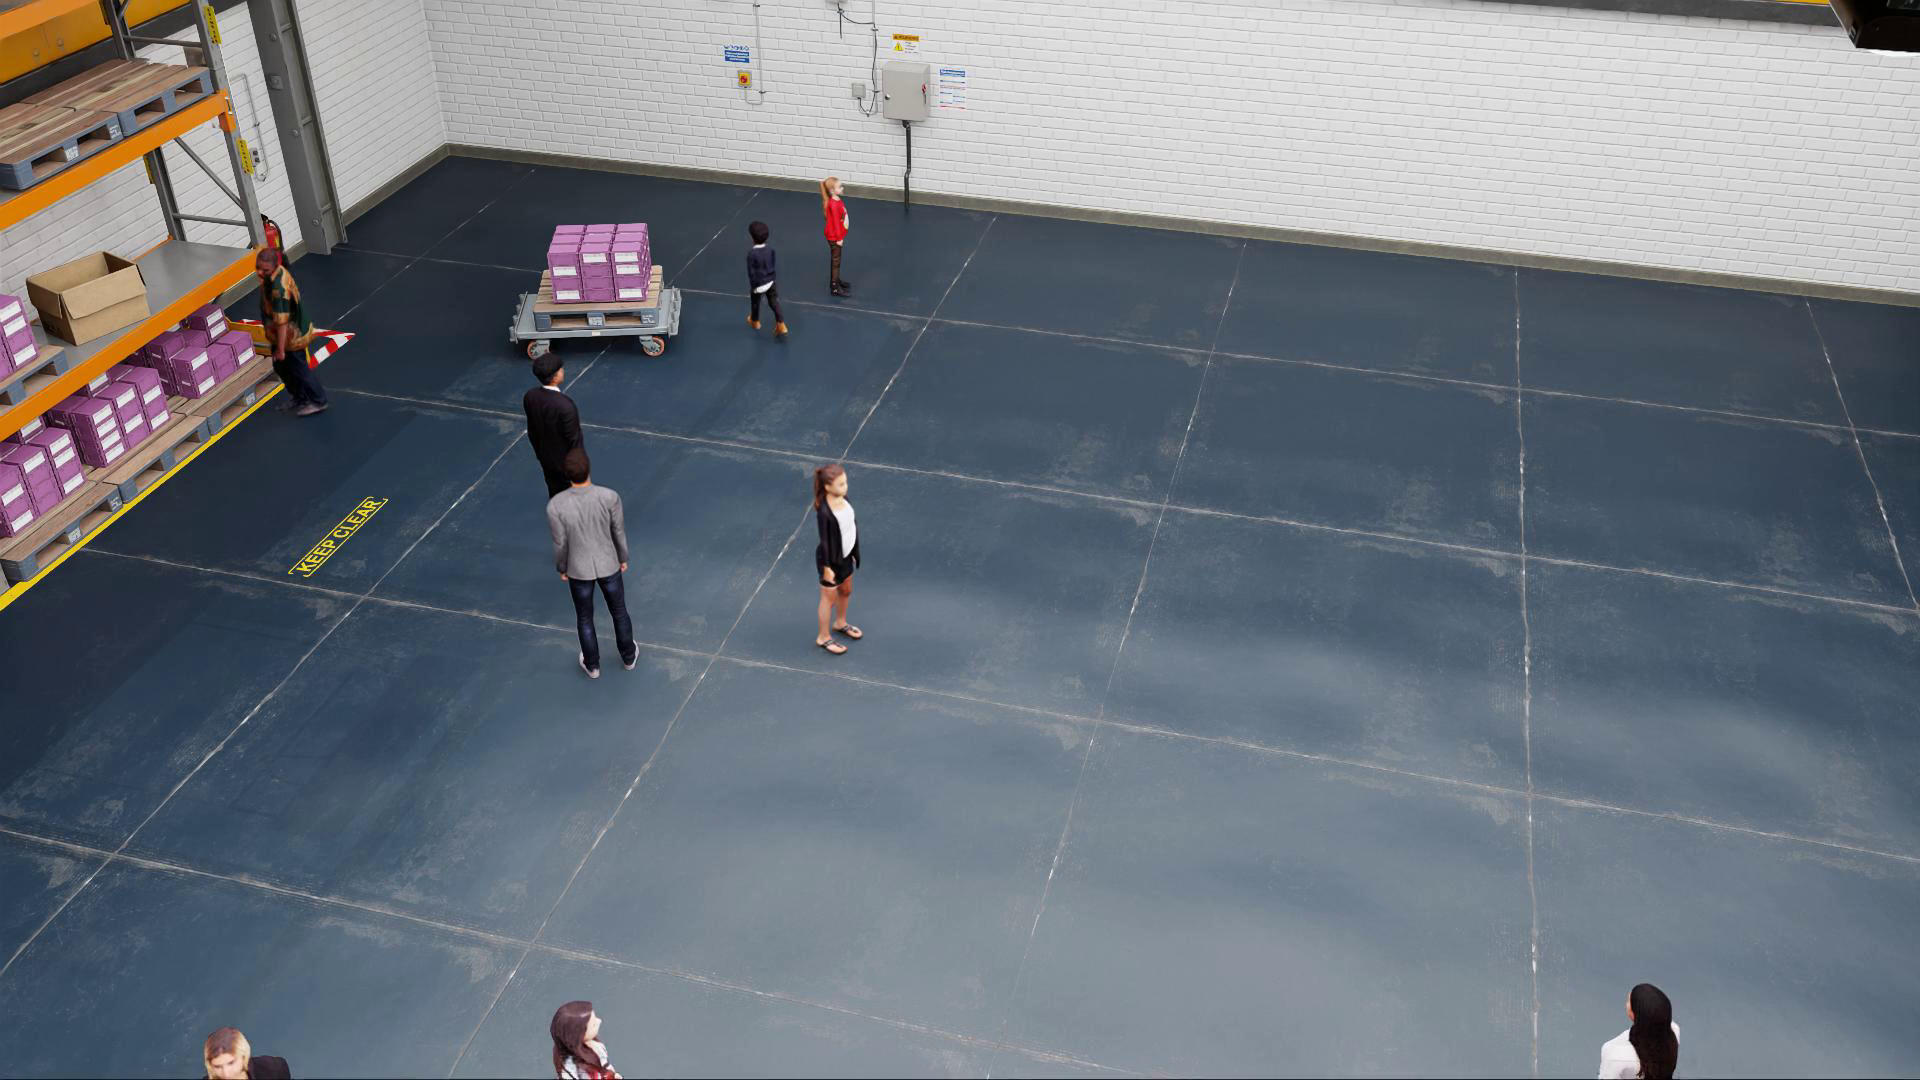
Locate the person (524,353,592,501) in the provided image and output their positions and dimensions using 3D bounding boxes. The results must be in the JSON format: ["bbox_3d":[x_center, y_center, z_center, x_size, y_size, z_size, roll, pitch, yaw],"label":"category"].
[{"bbox_3d":[-3.171,-0.625,13.198,0.757,1.884,0.676,20,38,27],"label":"person"}]

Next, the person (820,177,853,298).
[{"bbox_3d":[-1.318,-3.242,17.681,0.619,1.280,0.525,-2,34,-3],"label":"person"}]

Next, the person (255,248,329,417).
[{"bbox_3d":[-6.116,-1.906,15.240,0.941,1.756,0.895,-12,36,-18],"label":"person"}]

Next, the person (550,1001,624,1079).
[{"bbox_3d":[-1.900,2.881,8.206,1.078,1.572,1.022,-18,38,-25],"label":"person"}]

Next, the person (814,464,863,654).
[{"bbox_3d":[-0.935,0.110,12.391,0.657,1.553,0.562,20,38,27],"label":"person"}]

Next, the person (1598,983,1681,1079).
[{"bbox_3d":[3.249,2.863,8.039,1.005,1.787,1.156,-13,36,-18],"label":"person"}]

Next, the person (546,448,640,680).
[{"bbox_3d":[-2.645,0.174,12.004,0.782,1.874,0.798,-10,35,-15],"label":"person"}]

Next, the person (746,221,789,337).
[{"bbox_3d":[-1.952,-2.623,16.813,0.842,1.209,0.867,-21,39,-29],"label":"person"}]

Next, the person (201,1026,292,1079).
[{"bbox_3d":[-3.391,2.903,8.115,0.967,1.634,1.115,-11,35,-16],"label":"person"}]
